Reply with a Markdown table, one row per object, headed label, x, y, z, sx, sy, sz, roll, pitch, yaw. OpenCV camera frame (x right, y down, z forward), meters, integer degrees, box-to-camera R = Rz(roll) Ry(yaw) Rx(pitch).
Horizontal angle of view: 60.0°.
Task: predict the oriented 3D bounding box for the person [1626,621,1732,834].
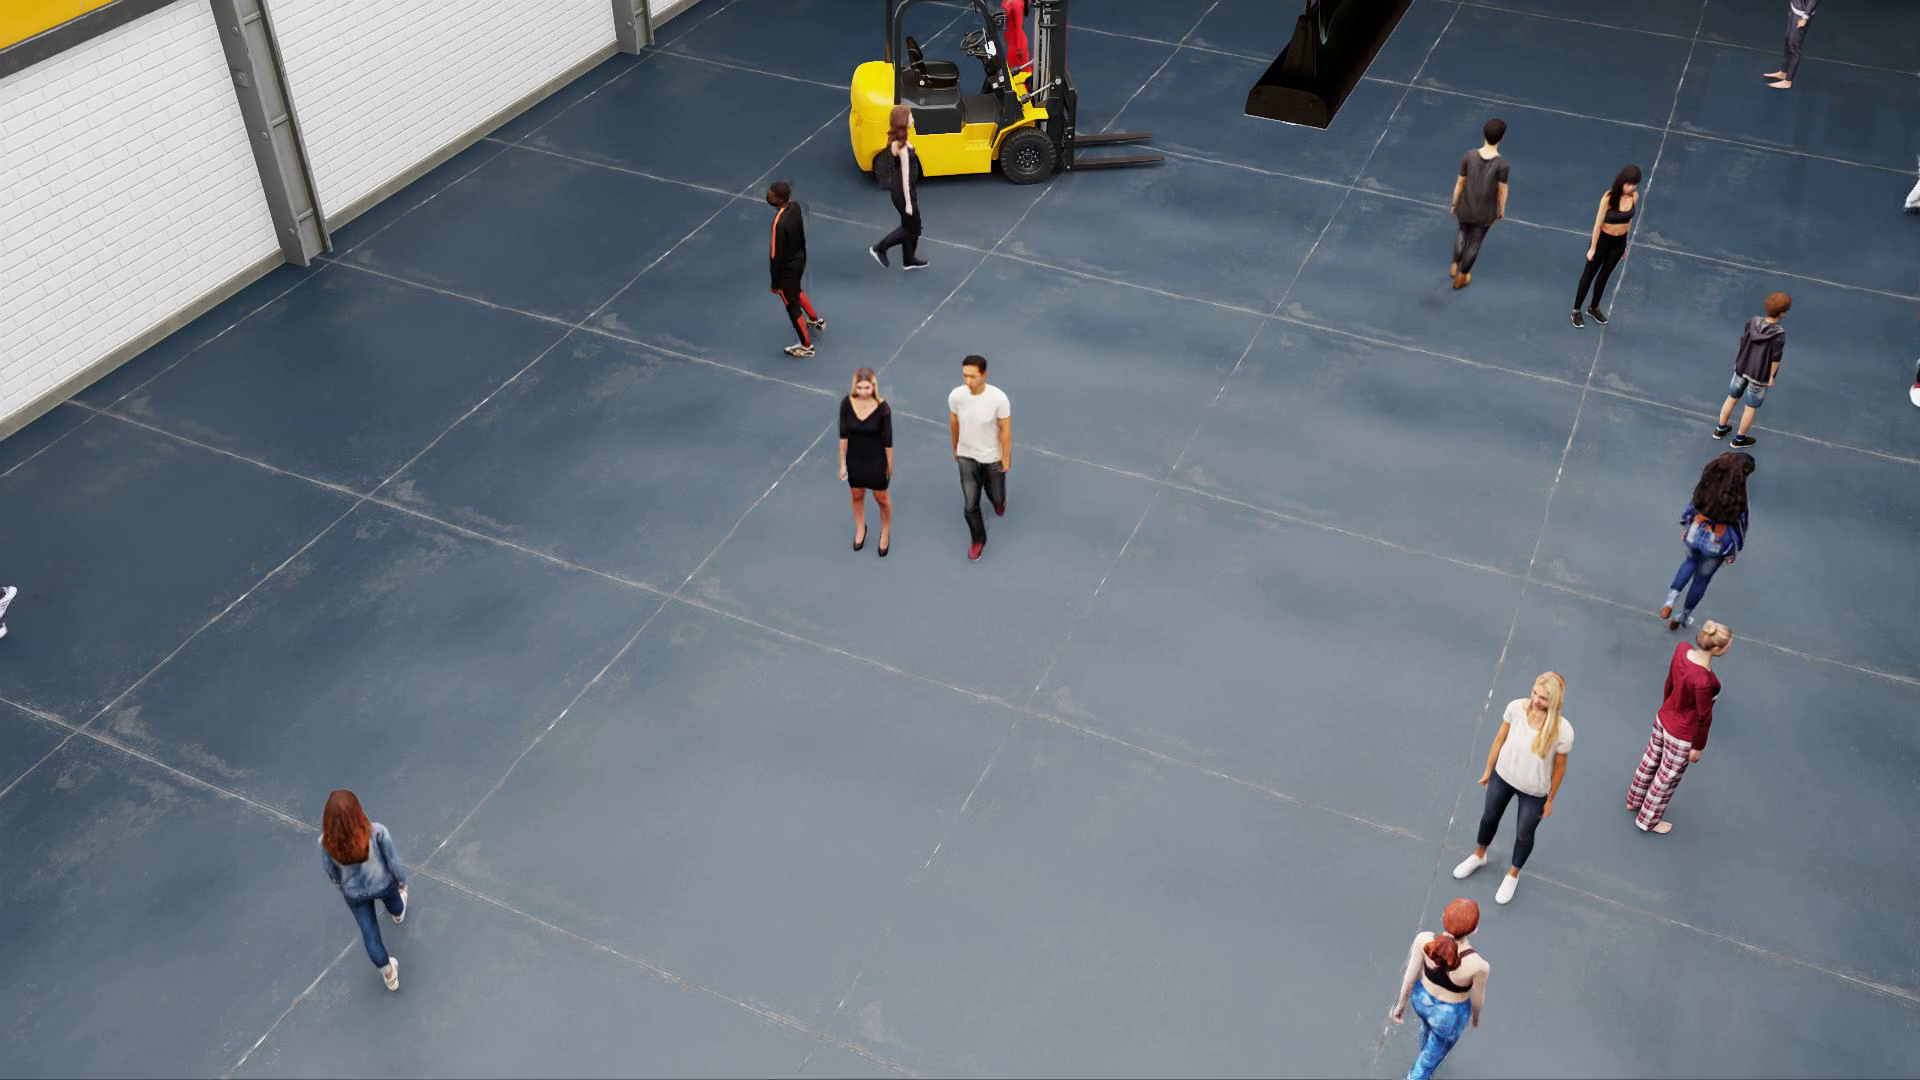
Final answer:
| label | x | y | z | sx | sy | sz | roll | pitch | yaw |
| --- | --- | --- | --- | --- | --- | --- | --- | --- | --- |
| person | 4.576 | 1.166 | 10.571 | 0.743 | 1.710 | 0.616 | -3 | 39 | -4 |

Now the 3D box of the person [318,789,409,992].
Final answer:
| label | x | y | z | sx | sy | sz | roll | pitch | yaw |
| --- | --- | --- | --- | --- | --- | --- | --- | --- | --- |
| person | -3.443 | 2.060 | 9.659 | 0.935 | 1.450 | 1.025 | -10 | 40 | -12 |

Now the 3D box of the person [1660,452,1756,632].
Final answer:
| label | x | y | z | sx | sy | sz | roll | pitch | yaw |
| --- | --- | --- | --- | --- | --- | --- | --- | --- | --- |
| person | 5.373 | 0.038 | 12.062 | 0.796 | 1.611 | 0.758 | -23 | 44 | -26 |

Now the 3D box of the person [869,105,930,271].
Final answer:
| label | x | y | z | sx | sy | sz | roll | pitch | yaw |
| --- | --- | --- | --- | --- | --- | --- | --- | --- | --- |
| person | -0.625 | -3.406 | 16.274 | 0.886 | 1.736 | 0.882 | -3 | 39 | -4 |

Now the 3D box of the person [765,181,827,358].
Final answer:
| label | x | y | z | sx | sy | sz | roll | pitch | yaw |
| --- | --- | --- | --- | --- | --- | --- | --- | --- | --- |
| person | -1.519 | -2.461 | 15.051 | 0.894 | 1.786 | 0.581 | 19 | 43 | 23 |

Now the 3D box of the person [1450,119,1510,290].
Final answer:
| label | x | y | z | sx | sy | sz | roll | pitch | yaw |
| --- | --- | --- | --- | --- | --- | --- | --- | --- | --- |
| person | 4.962 | -3.199 | 16.043 | 0.698 | 1.701 | 0.718 | 27 | 46 | 29 |

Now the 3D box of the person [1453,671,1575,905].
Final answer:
| label | x | y | z | sx | sy | sz | roll | pitch | yaw |
| --- | --- | --- | --- | --- | --- | --- | --- | --- | --- |
| person | 3.412 | 1.479 | 10.099 | 0.665 | 1.808 | 0.605 | 31 | 48 | 33 |

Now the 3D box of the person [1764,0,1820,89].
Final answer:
| label | x | y | z | sx | sy | sz | roll | pitch | yaw |
| --- | --- | --- | --- | --- | --- | --- | --- | --- | --- |
| person | 10.081 | -6.309 | 19.885 | 0.722 | 1.767 | 0.548 | 7 | 39 | 8 |

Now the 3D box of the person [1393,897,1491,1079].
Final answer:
| label | x | y | z | sx | sy | sz | roll | pitch | yaw |
| --- | --- | --- | --- | --- | --- | --- | --- | --- | --- |
| person | 2.471 | 2.594 | 8.768 | 0.836 | 1.738 | 1.291 | 31 | 48 | 32 |

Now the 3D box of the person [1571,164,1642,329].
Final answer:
| label | x | y | z | sx | sy | sz | roll | pitch | yaw |
| --- | --- | --- | --- | --- | --- | --- | --- | --- | --- |
| person | 6.061 | -2.779 | 15.567 | 0.640 | 1.638 | 0.680 | -9 | 39 | -11 |

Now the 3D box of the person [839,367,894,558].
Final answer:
| label | x | y | z | sx | sy | sz | roll | pitch | yaw |
| --- | --- | --- | --- | --- | --- | --- | --- | --- | --- |
| person | -0.724 | -0.625 | 12.841 | 0.600 | 1.674 | 0.548 | 8 | 39 | 10 |

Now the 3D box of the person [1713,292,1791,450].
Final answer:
| label | x | y | z | sx | sy | sz | roll | pitch | yaw |
| --- | --- | --- | --- | --- | --- | --- | --- | --- | --- |
| person | 6.710 | -1.443 | 14.045 | 0.660 | 1.451 | 0.624 | -22 | 43 | -25 |

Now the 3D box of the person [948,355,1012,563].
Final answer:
| label | x | y | z | sx | sy | sz | roll | pitch | yaw |
| --- | --- | --- | --- | --- | --- | --- | --- | --- | --- |
| person | 0.185 | -0.703 | 12.863 | 0.796 | 1.779 | 1.014 | 7 | 39 | 8 |

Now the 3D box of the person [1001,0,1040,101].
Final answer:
| label | x | y | z | sx | sy | sz | roll | pitch | yaw |
| --- | --- | --- | --- | --- | --- | --- | --- | --- | --- |
| person | 0.731 | -5.658 | 19.089 | 1.042 | 1.752 | 1.107 | -4 | 39 | -5 |
